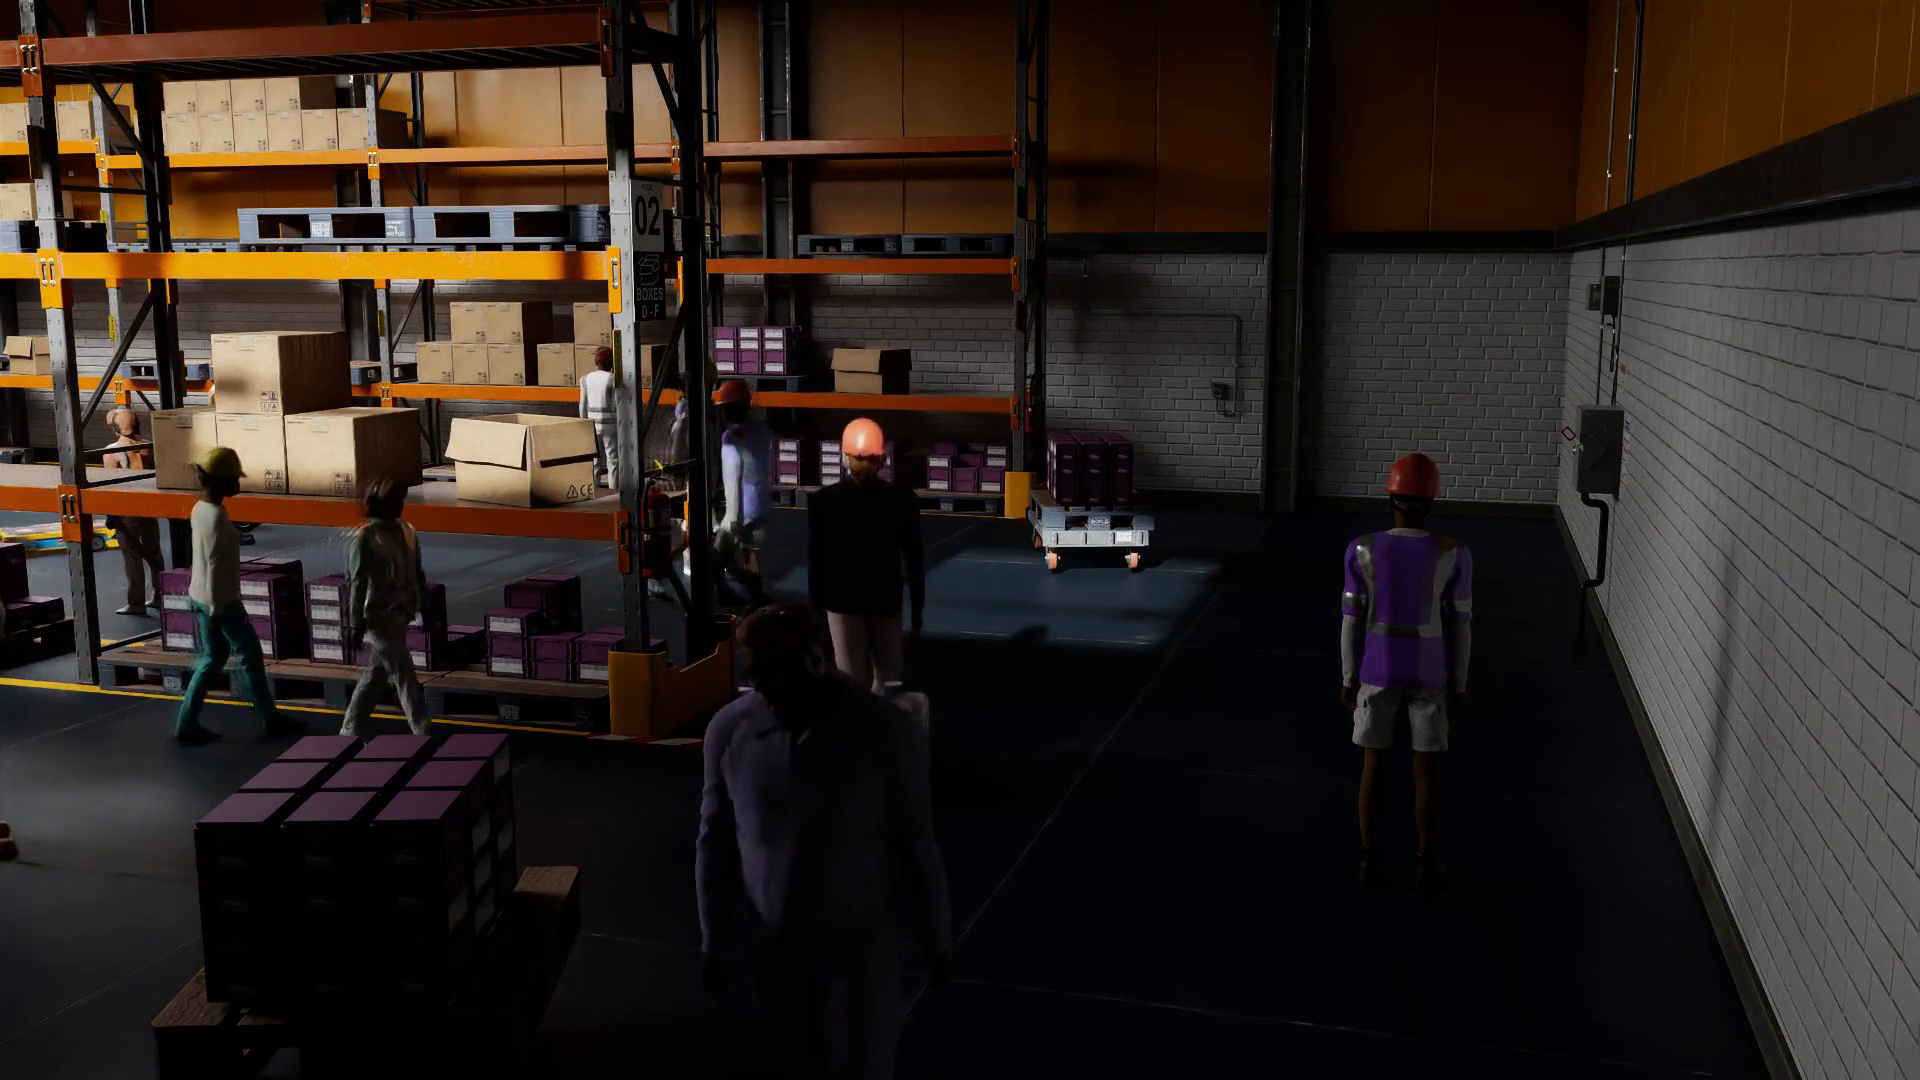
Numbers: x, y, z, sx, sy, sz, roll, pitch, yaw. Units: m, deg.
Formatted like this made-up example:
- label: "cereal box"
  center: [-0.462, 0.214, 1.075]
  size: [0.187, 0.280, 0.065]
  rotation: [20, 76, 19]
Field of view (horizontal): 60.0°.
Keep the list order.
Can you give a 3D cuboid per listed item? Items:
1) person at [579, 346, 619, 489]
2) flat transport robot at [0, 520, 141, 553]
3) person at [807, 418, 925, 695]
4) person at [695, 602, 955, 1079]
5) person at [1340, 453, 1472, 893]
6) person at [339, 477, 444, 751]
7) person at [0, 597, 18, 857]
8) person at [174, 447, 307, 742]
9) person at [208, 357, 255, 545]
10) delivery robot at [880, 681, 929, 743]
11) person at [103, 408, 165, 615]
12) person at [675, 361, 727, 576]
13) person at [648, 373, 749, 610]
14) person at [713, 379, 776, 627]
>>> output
- label: "person"
  center: [-3.913, -1.200, 18.350]
  size: [0.584, 1.883, 0.337]
  rotation: [4, 10, 22]
- label: "flat transport robot"
  center: [-8.782, -0.023, 16.082]
  size: [1.431, 0.197, 0.652]
  rotation: [-7, 12, -38]
- label: "person"
  center: [-0.505, 0.319, 8.837]
  size: [0.626, 1.971, 0.771]
  rotation: [-2, 9, -9]
- label: "person"
  center: [-0.369, 1.068, 4.625]
  size: [0.716, 1.859, 0.776]
  rotation: [2, 10, 11]
- label: "person"
  center: [1.953, 0.584, 7.316]
  size: [0.552, 1.936, 0.358]
  rotation: [3, 10, 17]
- label: "person"
  center: [-3.187, 0.433, 9.276]
  size: [0.851, 1.596, 0.530]
  rotation: [2, 10, 14]
- label: "person"
  center: [-4.685, 0.561, 7.762]
  size: [0.430, 1.841, 0.624]
  rotation: [-6, 11, -31]
- label: "person"
  center: [-4.203, 0.325, 9.577]
  size: [0.729, 1.718, 0.554]
  rotation: [-7, 12, -37]
- label: "person"
  center: [-7.227, -0.915, 16.457]
  size: [0.354, 1.939, 0.544]
  rotation: [-4, 10, -25]
- label: "delivery robot"
  center: [-0.349, 0.986, 8.775]
  size: [0.477, 0.478, 0.707]
  rotation: [0, 9, 2]
- label: "person"
  center: [-6.543, -0.226, 13.168]
  size: [0.311, 1.636, 0.523]
  rotation: [3, 10, 16]
- label: "person"
  center: [-2.287, -0.633, 14.799]
  size: [0.381, 1.918, 0.584]
  rotation: [4, 10, 21]
- label: "person"
  center: [-2.153, -0.393, 13.319]
  size: [0.956, 1.929, 0.609]
  rotation: [1, 9, 3]
- label: "person"
  center: [-1.598, -0.243, 12.425]
  size: [0.503, 1.915, 0.543]
  rotation: [6, 11, 31]
